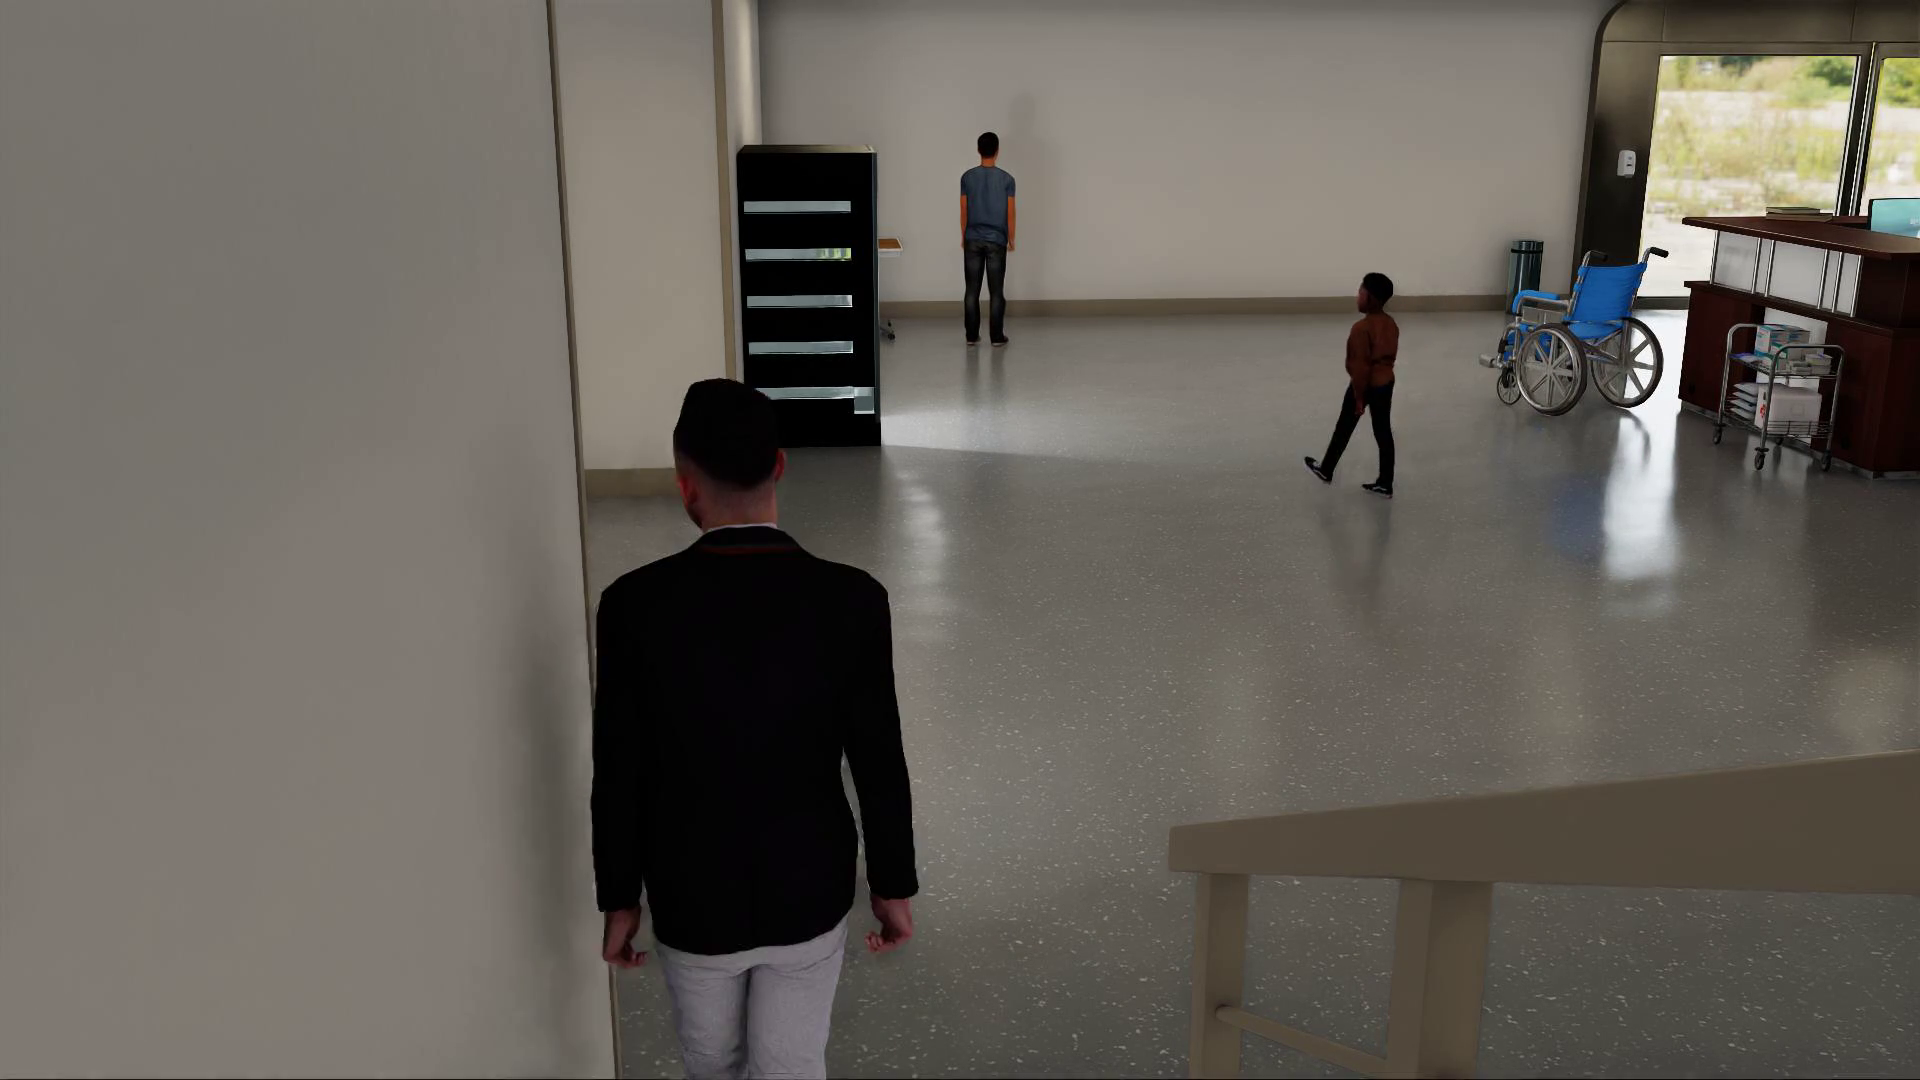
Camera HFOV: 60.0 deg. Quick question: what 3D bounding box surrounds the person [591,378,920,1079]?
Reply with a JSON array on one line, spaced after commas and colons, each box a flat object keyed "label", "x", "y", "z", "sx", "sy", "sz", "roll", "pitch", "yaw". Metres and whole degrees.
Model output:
[{"label": "person", "x": -0.357, "y": 0.667, "z": 2.777, "sx": 0.692, "sy": 1.818, "sz": 0.655, "roll": -1, "pitch": 16, "yaw": -5}]

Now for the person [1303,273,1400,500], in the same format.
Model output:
[{"label": "person", "x": 2.312, "y": -0.831, "z": 9.174, "sx": 0.756, "sy": 1.230, "sz": 0.907, "roll": -10, "pitch": 19, "yaw": -32}]

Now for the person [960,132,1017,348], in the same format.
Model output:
[{"label": "person", "x": 0.221, "y": -2.586, "z": 14.333, "sx": 0.687, "sy": 1.808, "sz": 0.625, "roll": 3, "pitch": 16, "yaw": 10}]
